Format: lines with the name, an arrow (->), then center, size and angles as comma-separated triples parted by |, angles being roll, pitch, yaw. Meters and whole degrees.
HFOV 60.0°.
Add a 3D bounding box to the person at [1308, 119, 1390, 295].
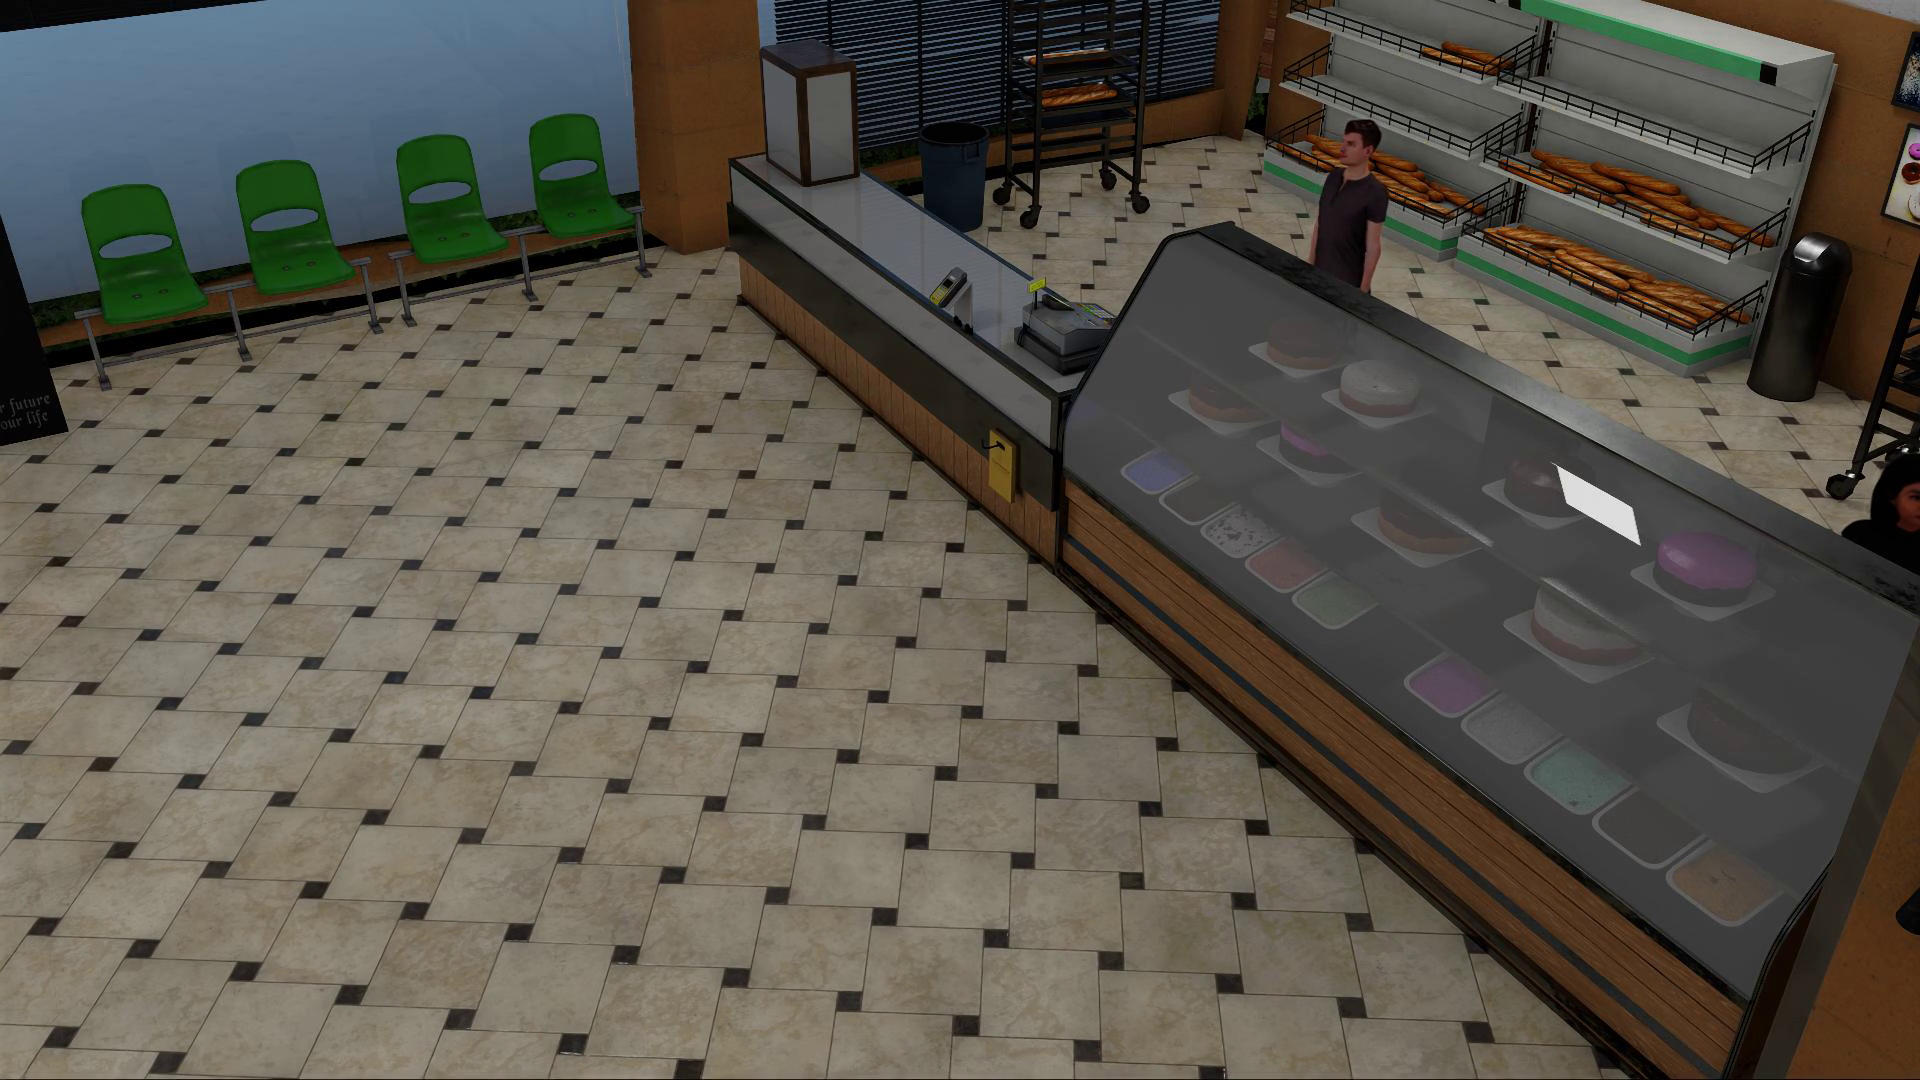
person -> 2.142, -1.455, 9.330 | 0.524, 1.853, 0.639 | -17, 36, -25
